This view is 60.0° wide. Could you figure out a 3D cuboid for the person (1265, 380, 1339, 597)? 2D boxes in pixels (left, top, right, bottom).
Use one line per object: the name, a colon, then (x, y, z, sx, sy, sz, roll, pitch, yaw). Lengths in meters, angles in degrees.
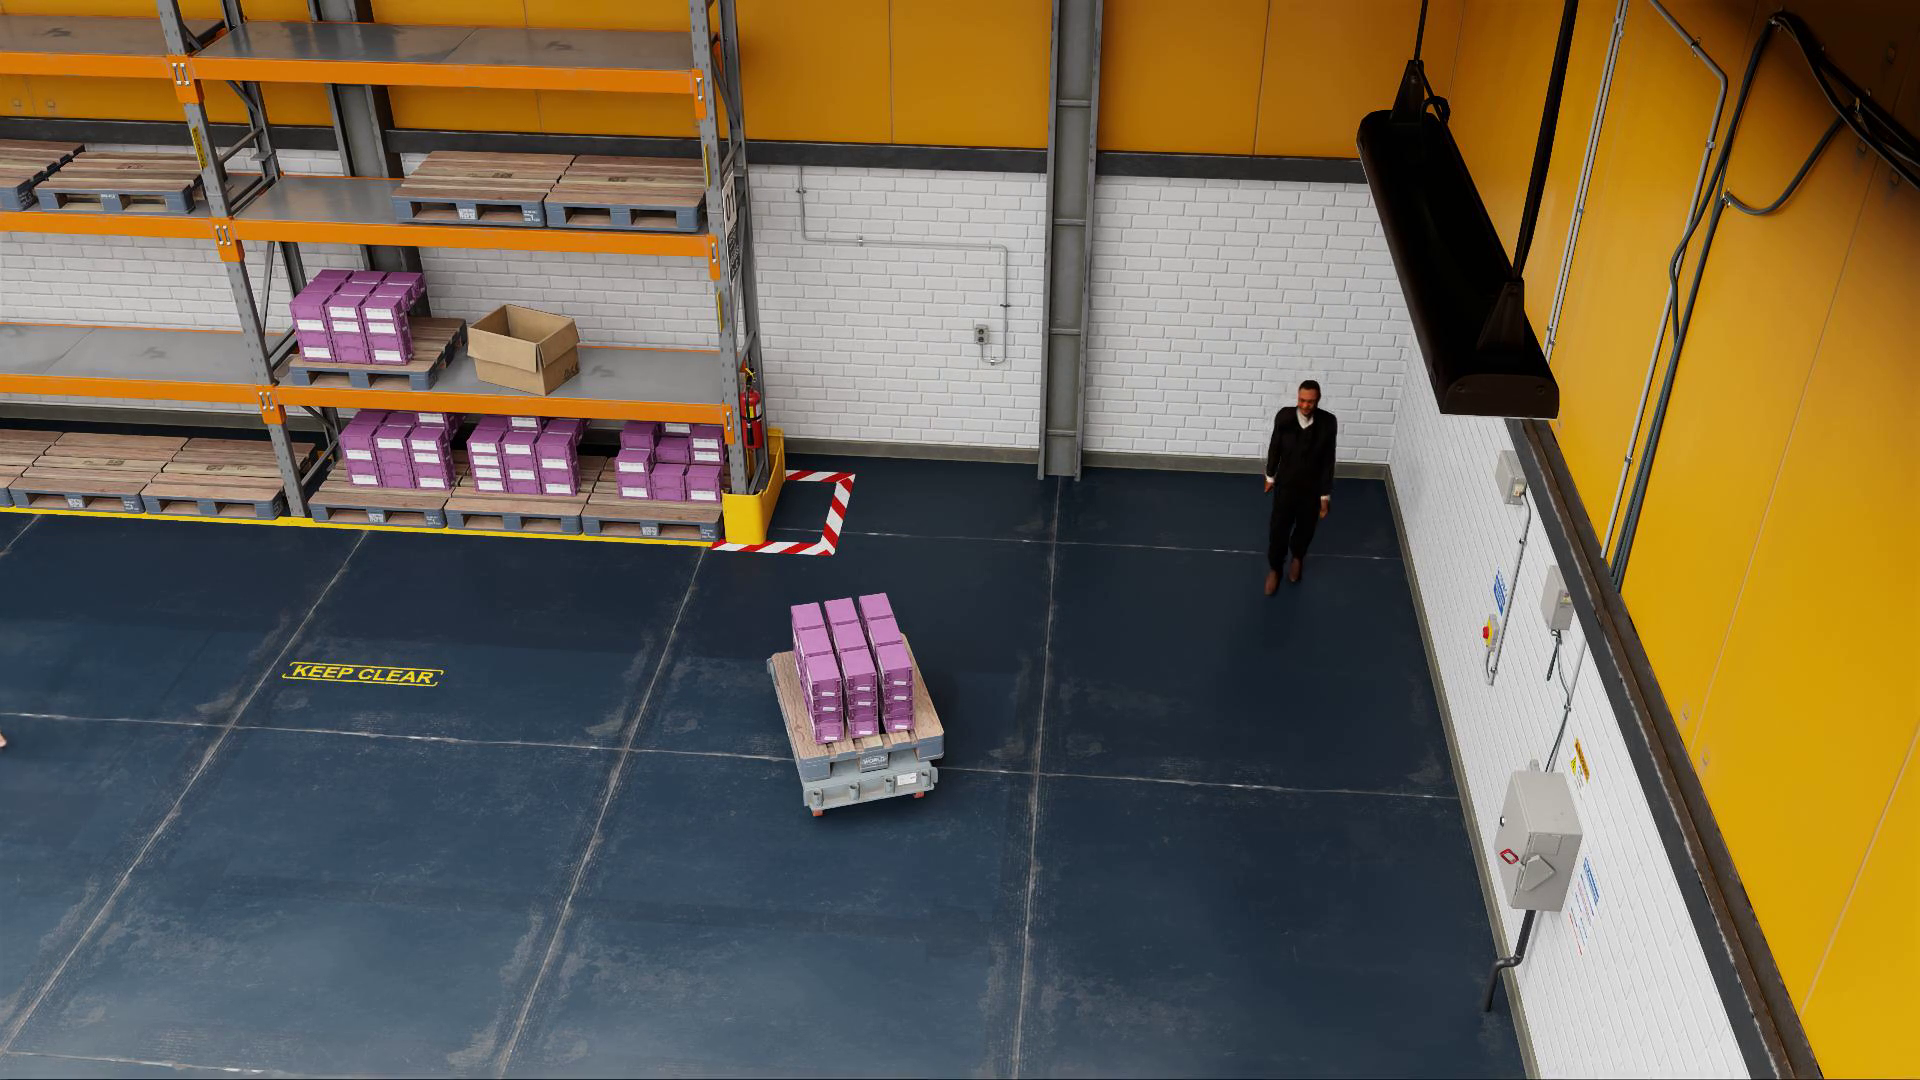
person: (2.774, -0.510, 13.493, 0.849, 1.885, 0.834, 7, 34, 10)
